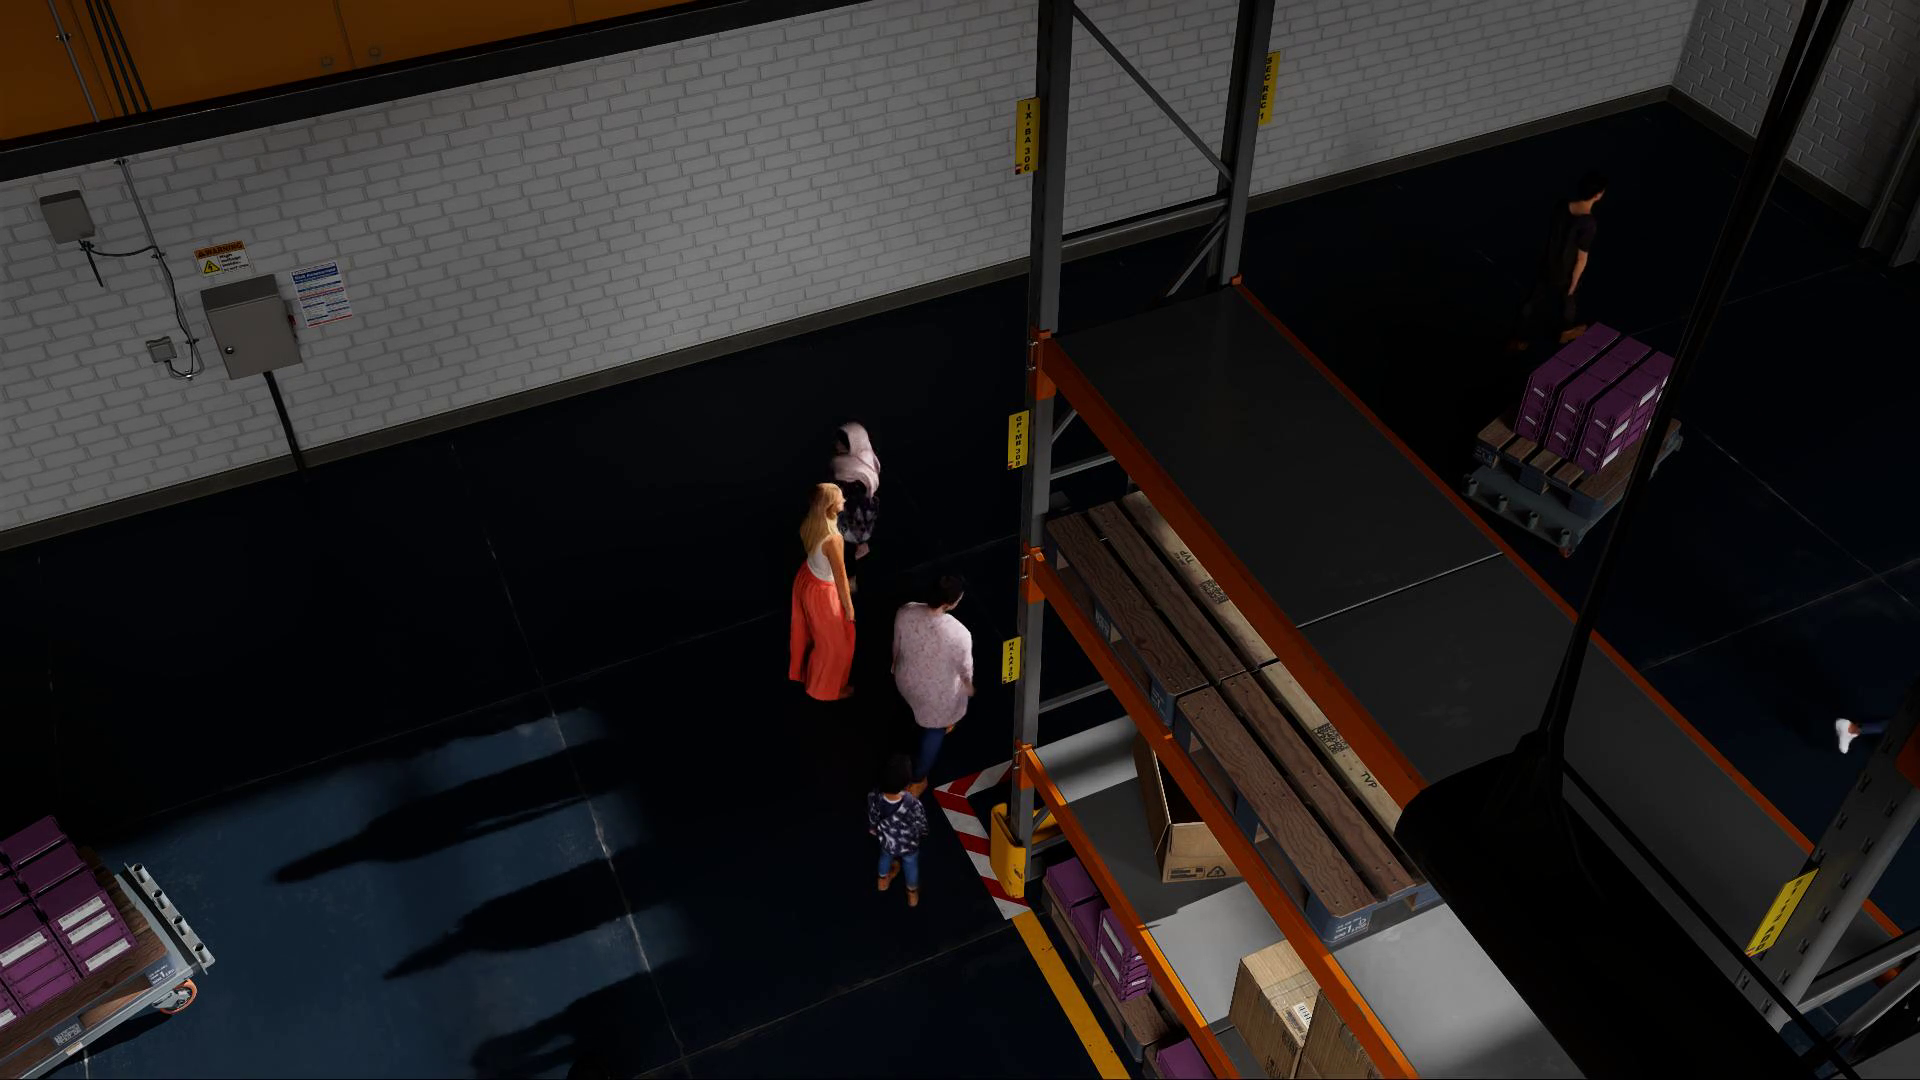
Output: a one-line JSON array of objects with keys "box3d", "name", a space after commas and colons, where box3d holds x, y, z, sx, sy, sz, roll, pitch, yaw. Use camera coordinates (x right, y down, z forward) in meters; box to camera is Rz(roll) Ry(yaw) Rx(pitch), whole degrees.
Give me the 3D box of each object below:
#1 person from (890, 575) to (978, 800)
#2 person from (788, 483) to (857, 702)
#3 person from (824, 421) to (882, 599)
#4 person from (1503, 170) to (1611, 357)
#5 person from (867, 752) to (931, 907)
[{"box3d": [-0.214, 0.890, 10.028, 1.042, 1.714, 1.045, 23, 48, 23], "name": "person"}, {"box3d": [-0.892, 0.334, 10.554, 0.691, 1.792, 0.603, -18, 47, -18], "name": "person"}, {"box3d": [-0.691, -0.184, 11.243, 0.907, 1.592, 0.834, 22, 48, 21], "name": "person"}, {"box3d": [4.725, -2.161, 13.257, 0.756, 1.677, 1.007, -22, 48, -21], "name": "person"}, {"box3d": [-0.341, 1.688, 9.530, 0.611, 1.245, 0.674, 14, 45, 14], "name": "person"}]
